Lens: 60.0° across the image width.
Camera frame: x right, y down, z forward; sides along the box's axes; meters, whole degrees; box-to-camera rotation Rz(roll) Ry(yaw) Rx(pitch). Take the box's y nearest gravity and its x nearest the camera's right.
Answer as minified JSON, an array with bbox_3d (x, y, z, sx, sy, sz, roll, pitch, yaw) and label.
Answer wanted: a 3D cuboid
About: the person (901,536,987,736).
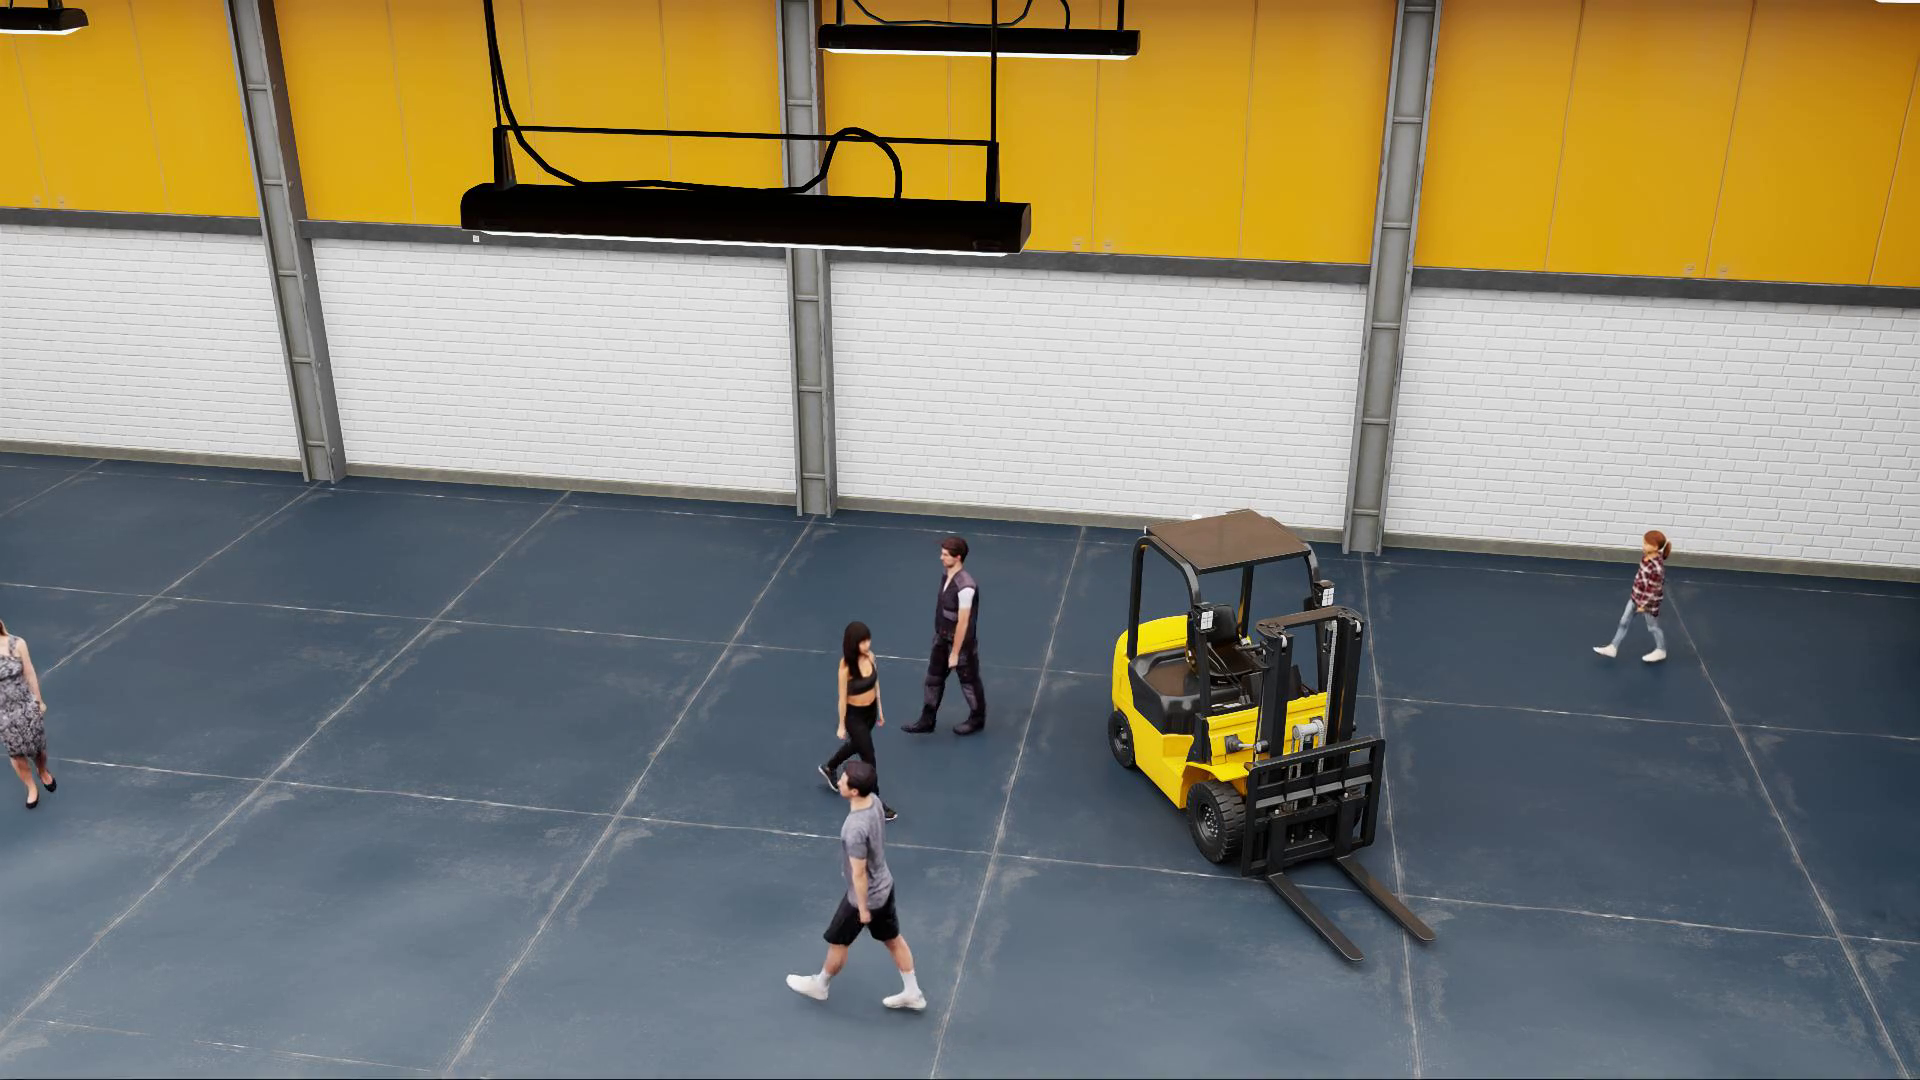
[{"bbox_3d":[0.065,0.810,13.896,1.107,1.827,1.001,-11,26,-24],"label":"person"}]

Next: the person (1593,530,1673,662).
[{"bbox_3d":[6.335,0.542,15.198,0.934,1.275,0.665,-1,24,-3],"label":"person"}]

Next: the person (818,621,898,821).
[{"bbox_3d":[-0.839,1.353,12.920,1.135,1.614,0.892,17,29,34],"label":"person"}]

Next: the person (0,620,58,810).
[{"bbox_3d":[-7.386,1.282,12.987,0.730,1.689,0.796,-11,26,-23],"label":"person"}]

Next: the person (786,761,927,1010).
[{"bbox_3d":[-0.491,2.246,10.603,1.191,1.834,0.765,7,25,16],"label":"person"}]
